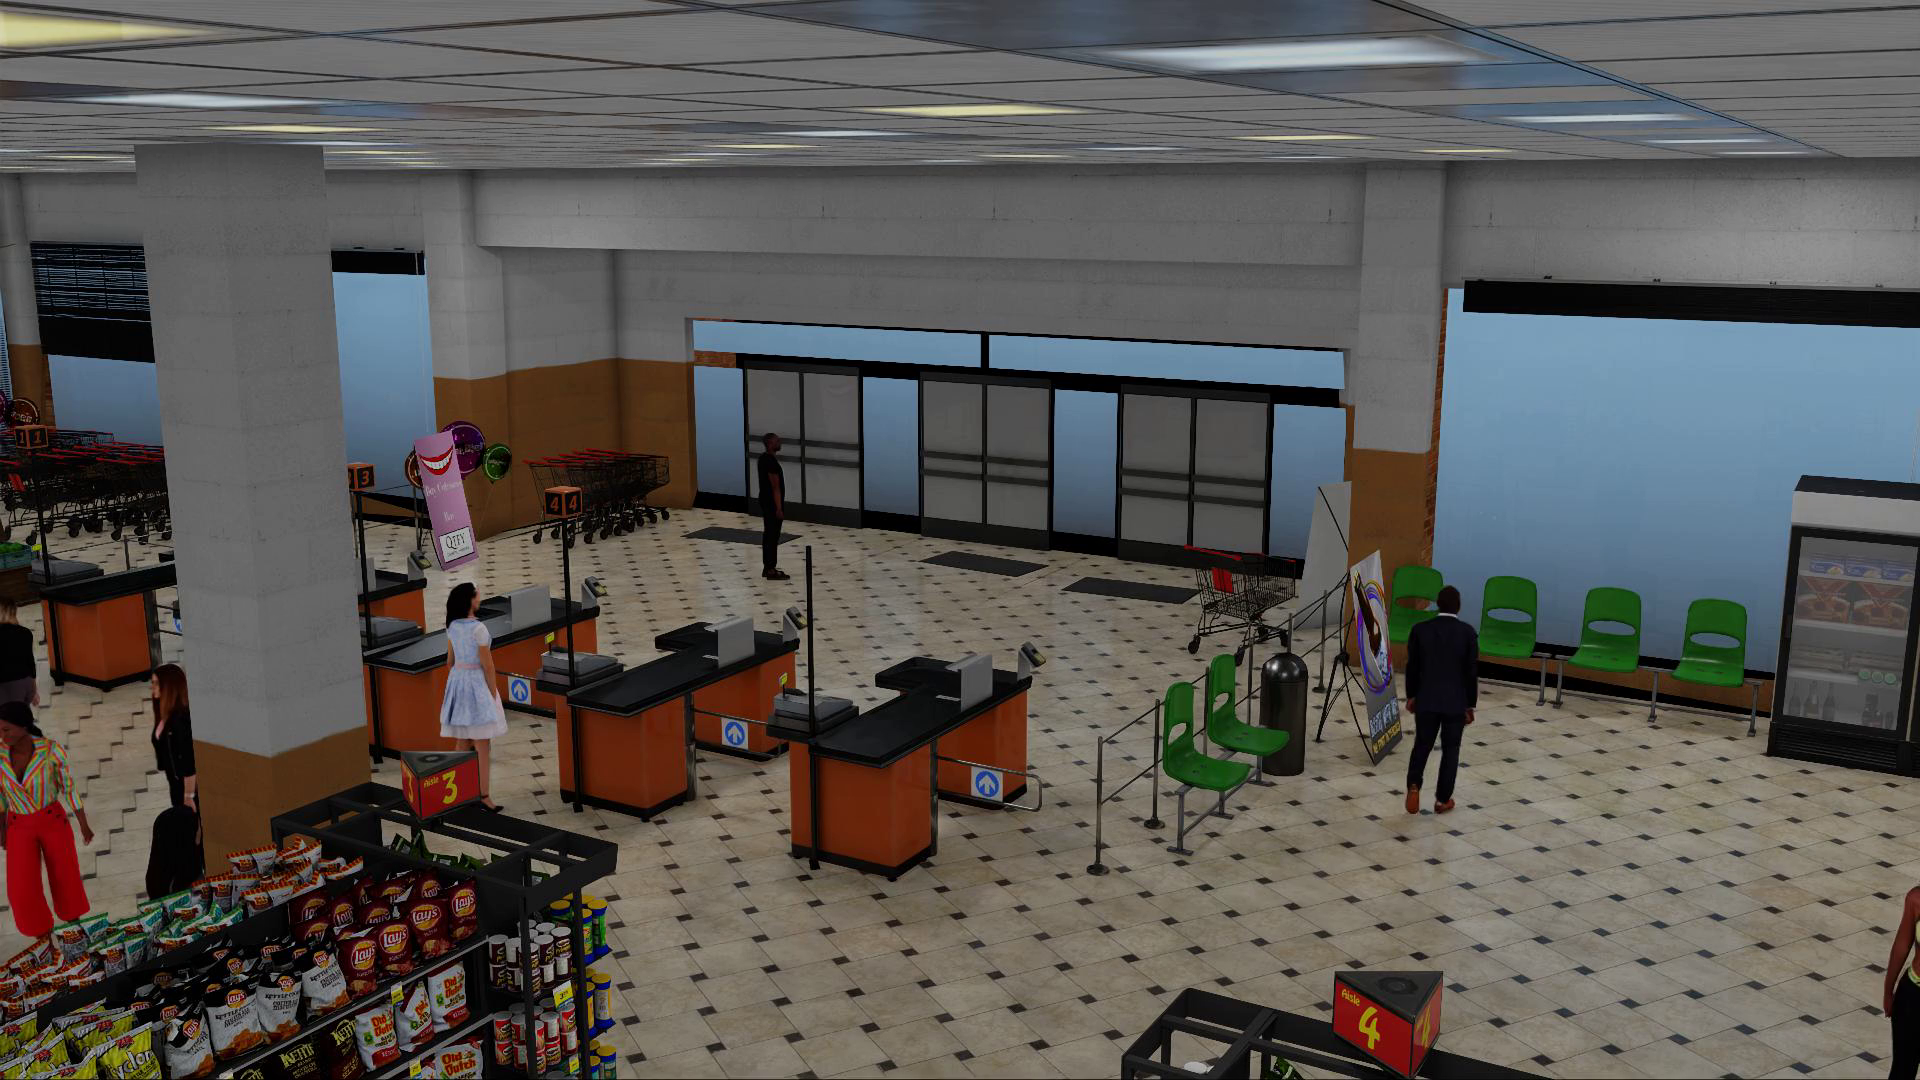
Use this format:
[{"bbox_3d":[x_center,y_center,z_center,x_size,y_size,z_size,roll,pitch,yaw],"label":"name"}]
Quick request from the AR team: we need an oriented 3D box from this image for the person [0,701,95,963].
[{"bbox_3d":[-5.595,1.799,10.134,0.908,1.760,0.965,-6,13,-26],"label":"person"}]

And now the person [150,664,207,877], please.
[{"bbox_3d":[-5.108,1.635,11.050,0.719,1.704,0.704,-8,14,-33],"label":"person"}]

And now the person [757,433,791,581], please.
[{"bbox_3d":[-2.328,-0.423,20.544,0.787,1.820,0.747,-4,13,-19],"label":"person"}]

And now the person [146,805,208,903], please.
[{"bbox_3d":[-3.942,2.170,8.504,0.602,1.706,0.522,6,13,26],"label":"person"}]

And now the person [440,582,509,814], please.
[{"bbox_3d":[-3.748,1.216,12.774,0.672,1.813,0.689,7,14,30],"label":"person"}]

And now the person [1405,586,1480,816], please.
[{"bbox_3d":[3.633,1.259,12.591,0.688,1.805,0.913,7,14,30],"label":"person"}]

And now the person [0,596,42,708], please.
[{"bbox_3d":[-7.283,1.258,12.962,0.830,1.653,0.791,1,12,3],"label":"person"}]
